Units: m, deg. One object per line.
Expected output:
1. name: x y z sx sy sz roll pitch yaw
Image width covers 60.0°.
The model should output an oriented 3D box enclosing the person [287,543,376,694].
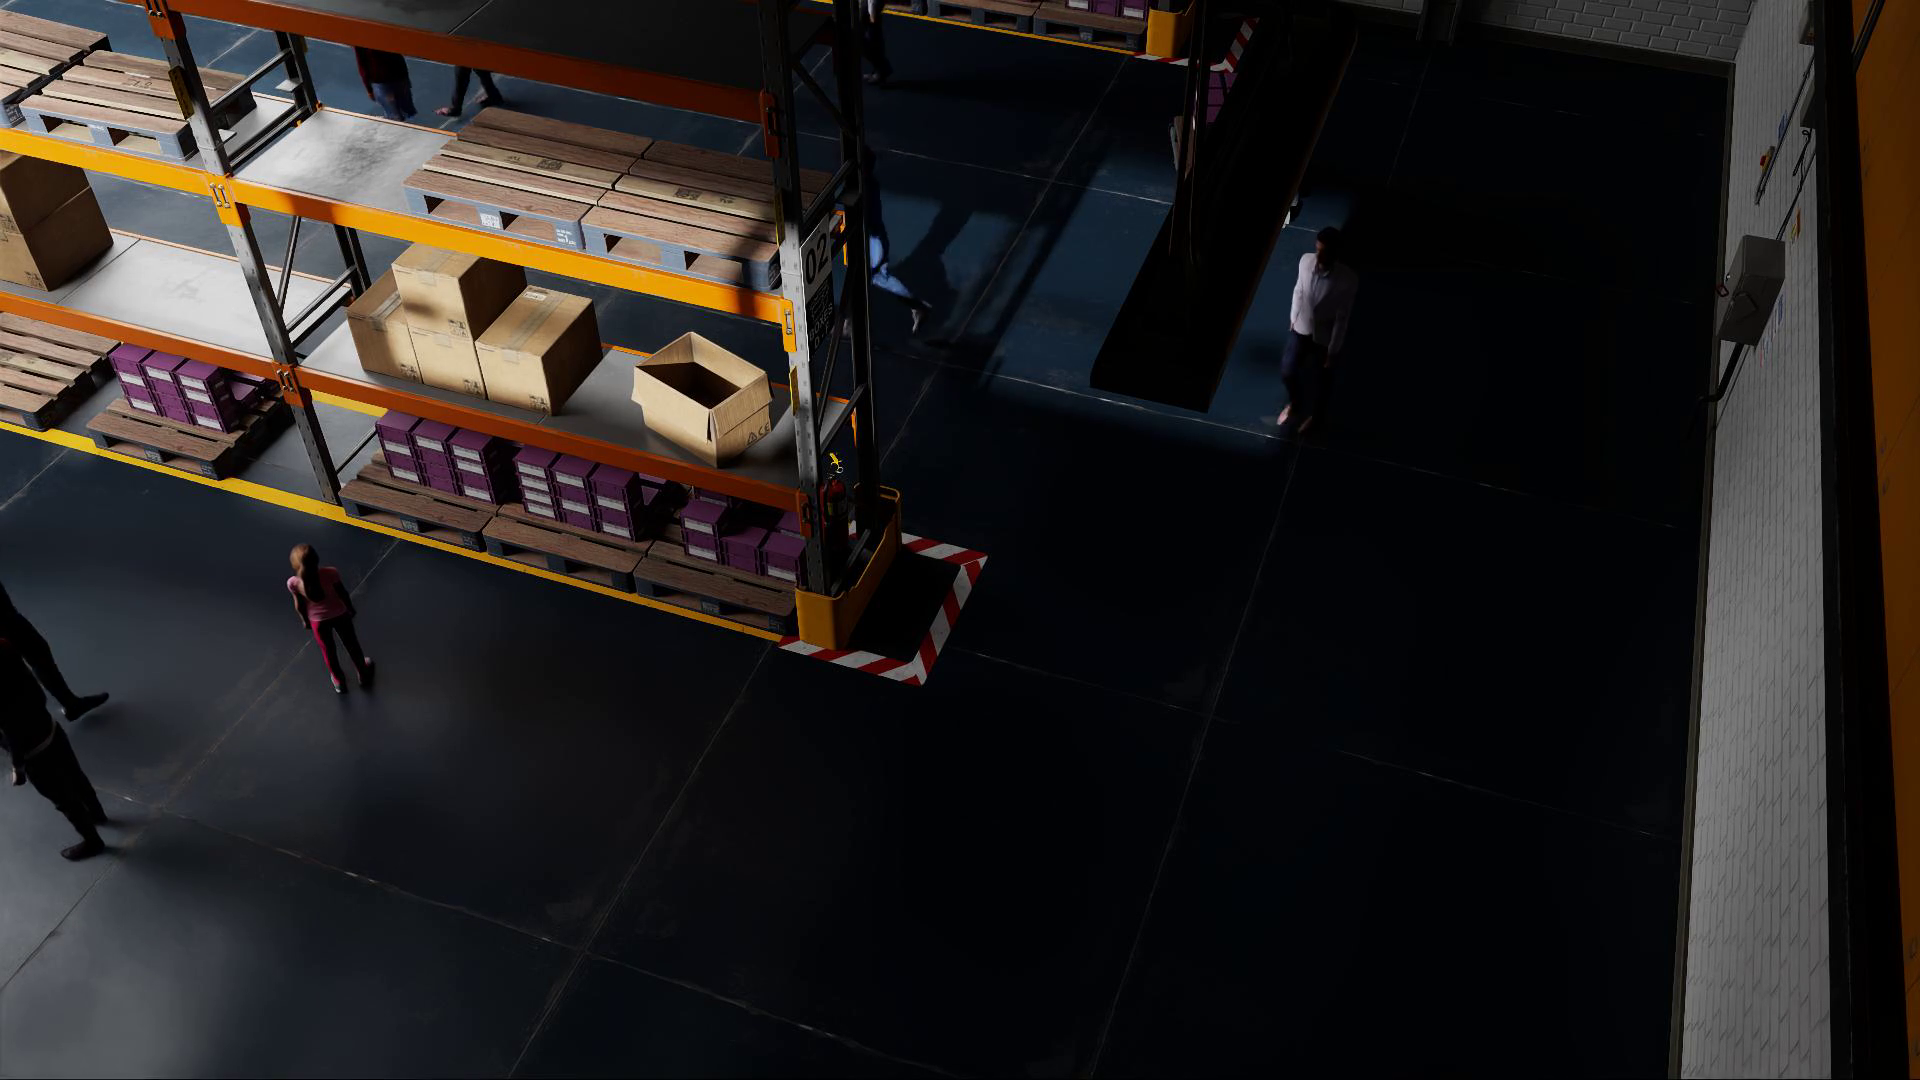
1. person: -4.088 0.485 10.757 0.591 1.267 0.653 -15 46 -15

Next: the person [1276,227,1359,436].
1. person: 2.760 -1.612 12.549 0.704 1.832 0.847 29 51 27

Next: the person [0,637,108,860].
1. person: -5.322 1.197 9.638 0.688 1.781 0.671 -8 44 -8

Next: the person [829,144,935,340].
1. person: -0.645 -2.349 13.366 1.138 1.772 0.796 7 44 7

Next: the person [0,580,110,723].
1. person: -6.104 0.601 10.262 1.315 1.783 1.273 -15 46 -16
